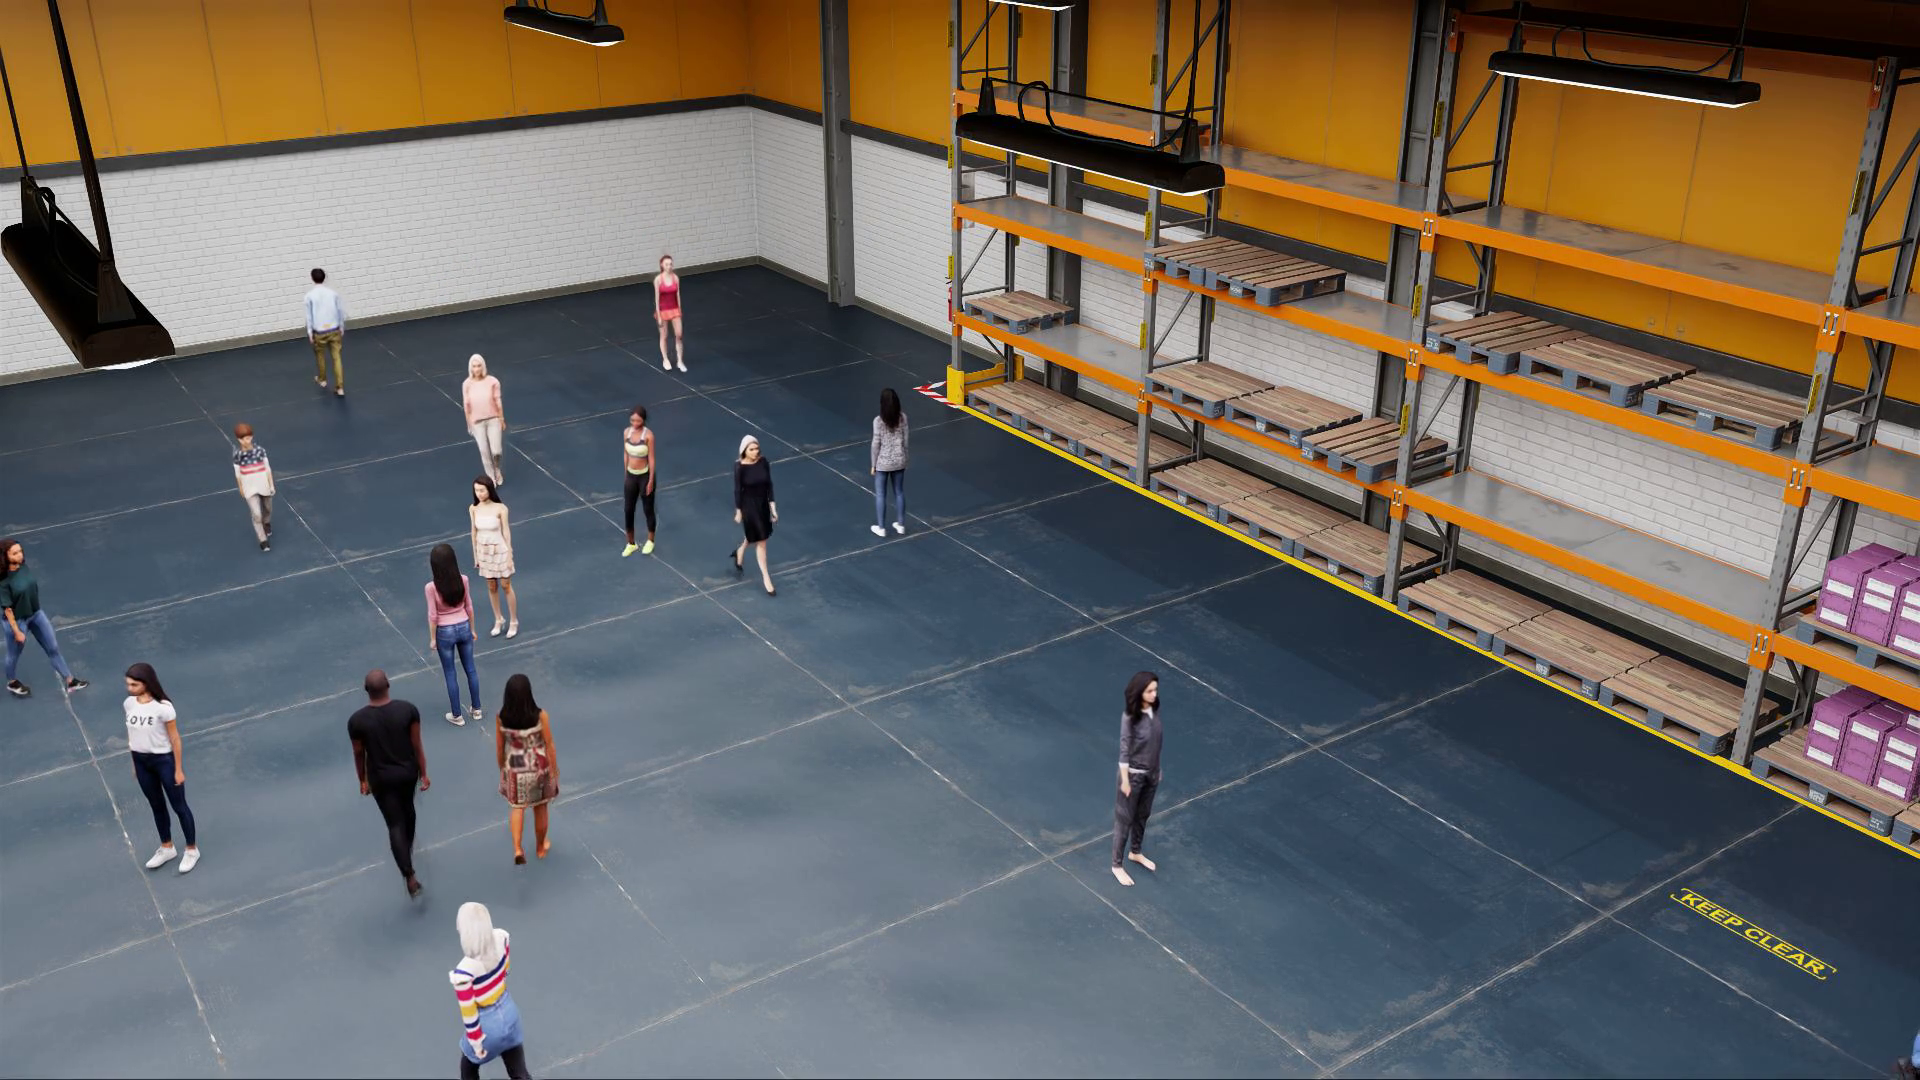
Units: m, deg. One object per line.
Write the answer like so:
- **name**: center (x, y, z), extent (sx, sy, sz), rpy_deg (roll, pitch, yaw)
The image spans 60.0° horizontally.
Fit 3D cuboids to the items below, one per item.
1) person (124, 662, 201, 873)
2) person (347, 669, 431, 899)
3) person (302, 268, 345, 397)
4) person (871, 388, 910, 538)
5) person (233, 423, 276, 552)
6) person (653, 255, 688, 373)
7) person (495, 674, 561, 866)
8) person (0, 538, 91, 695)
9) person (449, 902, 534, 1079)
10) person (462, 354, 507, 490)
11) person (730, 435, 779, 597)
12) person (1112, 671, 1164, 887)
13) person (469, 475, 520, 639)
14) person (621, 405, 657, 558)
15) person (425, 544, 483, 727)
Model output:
- **person**: center (-6.184, 1.735, 12.843), extent (0.654, 1.776, 0.722), rpy_deg (5, 24, 11)
- **person**: center (-4.267, 1.871, 12.536), extent (0.801, 1.772, 1.273), rpy_deg (-11, 26, -23)
- **person**: center (-8.910, -2.901, 23.440), extent (0.696, 1.782, 0.992), rpy_deg (-16, 28, -32)
- **person**: center (-0.793, -0.886, 18.895), extent (0.642, 1.731, 0.573), rpy_deg (-12, 26, -26)
- **person**: center (-7.924, -0.638, 18.723), extent (0.523, 1.415, 0.933), rpy_deg (-15, 28, -30)
- **person**: center (-4.339, -3.370, 24.578), extent (0.653, 1.731, 0.814), rpy_deg (-9, 25, -20)
- **person**: center (-3.349, 1.816, 12.834), extent (0.867, 1.635, 0.950), rpy_deg (-1, 24, -2)
- **person**: center (-8.724, 0.746, 15.359), extent (1.126, 1.573, 1.043), rpy_deg (5, 24, 11)
- **person**: center (-2.752, 2.963, 10.047), extent (1.237, 1.765, 0.982), rpy_deg (13, 27, 27)
- **person**: center (-5.765, -1.466, 20.237), extent (0.710, 1.719, 0.724), rpy_deg (-4, 24, -9)
- **person**: center (-2.211, -0.306, 17.595), extent (0.688, 1.710, 1.130), rpy_deg (-21, 31, -39)
- **person**: center (1.363, 1.783, 12.749), extent (0.633, 1.764, 0.564), rpy_deg (-21, 31, -40)
- **person**: center (-4.606, 0.159, 16.501), extent (0.653, 1.734, 0.714), rpy_deg (4, 24, 10)
- **person**: center (-3.485, -0.690, 18.434), extent (0.751, 1.741, 0.807), rpy_deg (8, 25, 17)
- **person**: center (-4.553, 0.838, 14.937), extent (0.585, 1.742, 0.508), rpy_deg (-17, 29, -34)
